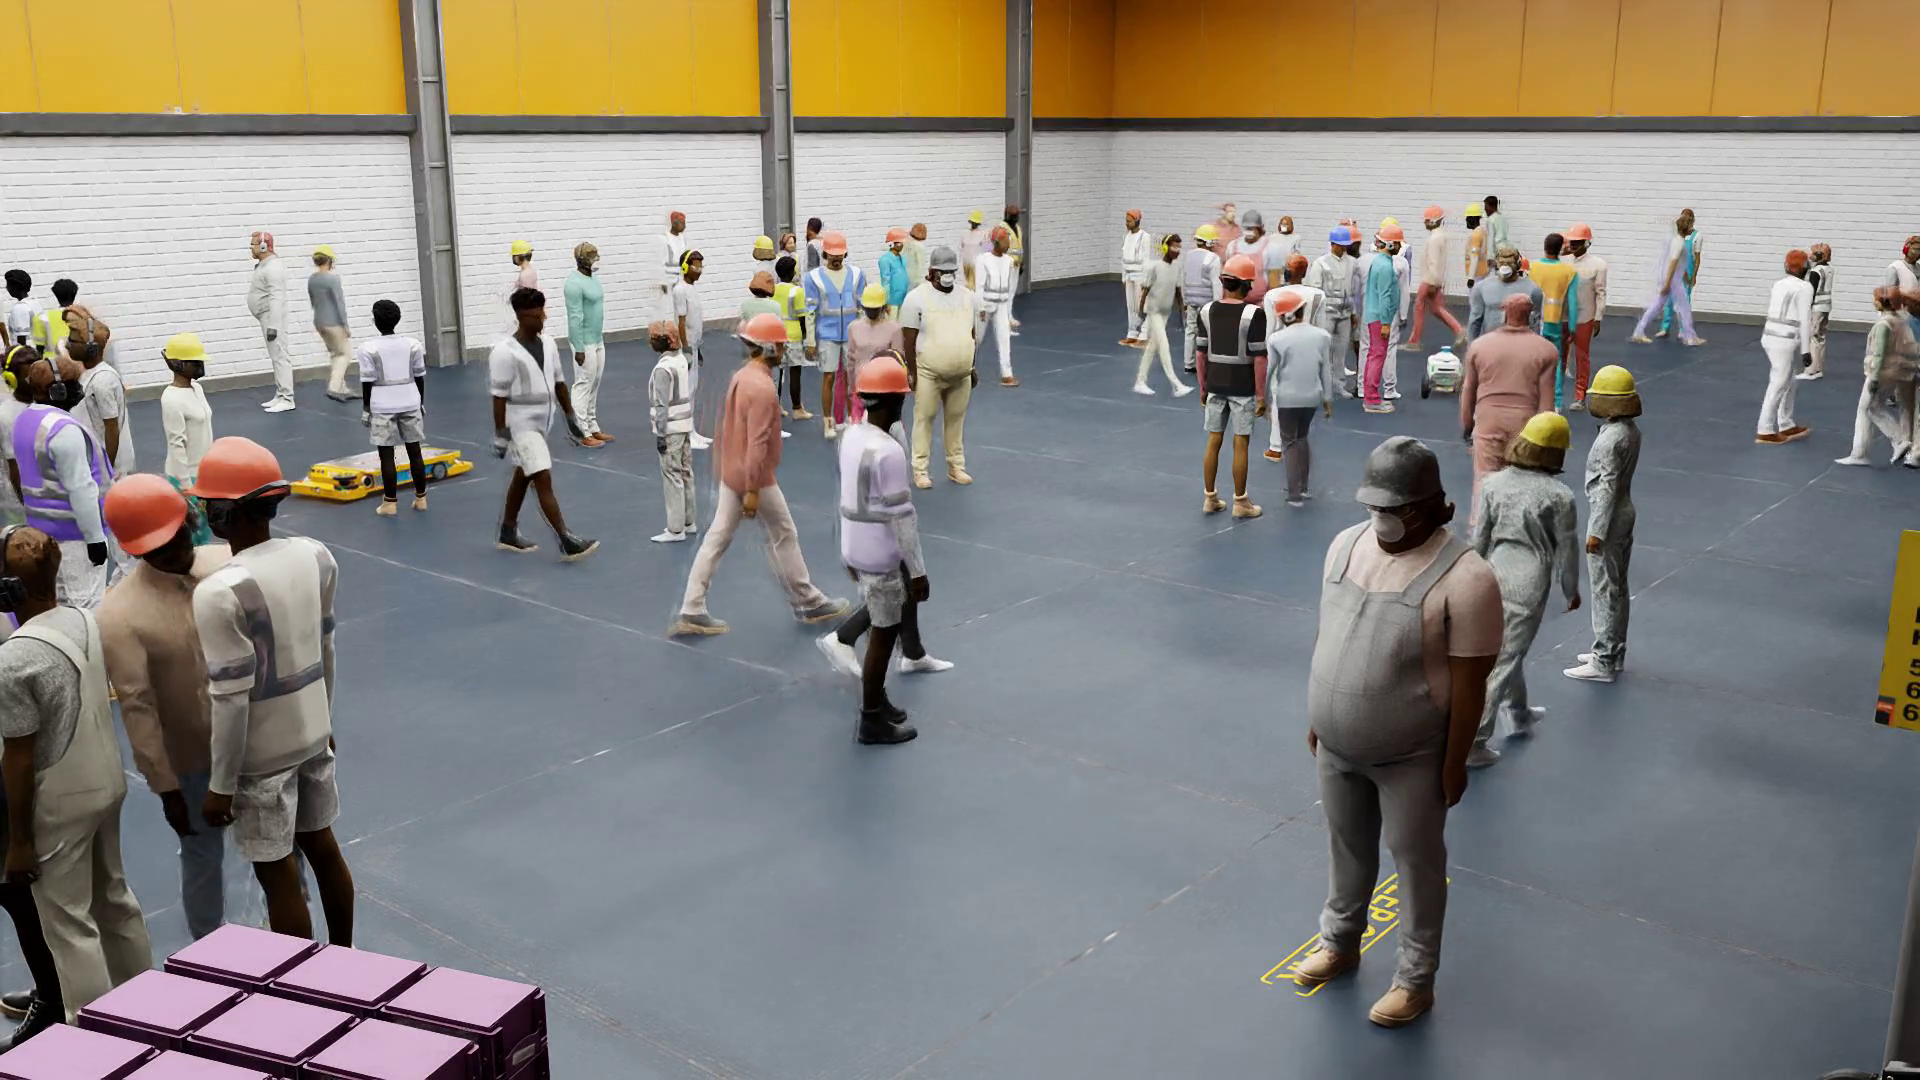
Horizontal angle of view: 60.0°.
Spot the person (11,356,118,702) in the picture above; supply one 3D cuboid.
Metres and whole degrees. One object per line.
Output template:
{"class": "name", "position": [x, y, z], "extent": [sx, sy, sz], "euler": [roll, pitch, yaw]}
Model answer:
{"class": "person", "position": [-4.672, -0.050, 8.780], "extent": [0.621, 1.845, 0.429], "euler": [11, 18, 38]}

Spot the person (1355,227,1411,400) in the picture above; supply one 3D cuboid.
{"class": "person", "position": [4.675, -2.510, 18.478], "extent": [0.638, 1.909, 0.408], "euler": [7, 16, 27]}

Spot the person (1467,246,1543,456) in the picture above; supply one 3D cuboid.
{"class": "person", "position": [4.962, -1.714, 15.228], "extent": [0.638, 1.938, 0.356], "euler": [6, 15, 22]}

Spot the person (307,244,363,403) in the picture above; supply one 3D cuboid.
{"class": "person", "position": [-6.886, -2.367, 18.260], "extent": [0.572, 1.730, 0.482], "euler": [8, 16, 30]}

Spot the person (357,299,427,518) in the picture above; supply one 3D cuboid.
{"class": "person", "position": [-4.411, -1.025, 12.965], "extent": [0.541, 1.696, 0.315], "euler": [-13, 19, -41]}

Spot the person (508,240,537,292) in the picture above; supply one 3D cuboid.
{"class": "person", "position": [-4.831, -2.455, 18.547], "extent": [0.326, 1.765, 0.533], "euler": [-2, 14, -7]}

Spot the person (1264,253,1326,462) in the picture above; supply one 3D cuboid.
{"class": "person", "position": [3.006, -1.641, 15.058], "extent": [0.584, 1.879, 0.347], "euler": [-1, 14, -6]}

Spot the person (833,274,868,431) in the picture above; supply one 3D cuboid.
{"class": "person", "position": [-1.062, -1.891, 16.583], "extent": [0.500, 1.624, 0.312], "euler": [5, 15, 20]}

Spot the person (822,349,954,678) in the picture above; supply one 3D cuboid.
{"class": "person", "position": [-0.381, -0.123, 9.080], "extent": [0.671, 1.842, 0.545], "euler": [-2, 14, -9]}

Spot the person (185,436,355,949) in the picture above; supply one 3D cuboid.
{"class": "person", "position": [-2.283, 0.669, 5.493], "extent": [0.378, 2.045, 0.605], "euler": [3, 14, 13]}

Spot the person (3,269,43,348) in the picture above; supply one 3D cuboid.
{"class": "person", "position": [-8.790, -1.715, 15.751], "extent": [0.319, 1.687, 0.539], "euler": [-3, 14, -12]}

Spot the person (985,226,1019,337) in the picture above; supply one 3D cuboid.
{"class": "person", "position": [0.476, -3.662, 23.703], "extent": [0.824, 1.601, 0.541], "euler": [-7, 16, -26]}

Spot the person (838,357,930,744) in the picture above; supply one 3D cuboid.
{"class": "person", "position": [-0.345, 0.071, 8.137], "extent": [0.456, 1.922, 0.606], "euler": [-6, 15, -22]}

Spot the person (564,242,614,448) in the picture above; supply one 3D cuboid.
{"class": "person", "position": [-3.526, -1.848, 15.767], "extent": [0.354, 1.937, 0.635], "euler": [2, 14, 7]}

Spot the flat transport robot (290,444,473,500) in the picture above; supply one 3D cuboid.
{"class": "flat transport robot", "position": [-4.903, -0.598, 14.153], "extent": [0.652, 0.197, 1.431], "euler": [7, 16, 27]}

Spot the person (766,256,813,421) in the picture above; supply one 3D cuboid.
{"class": "person", "position": [-1.782, -2.078, 17.173], "extent": [0.531, 1.698, 0.320], "euler": [9, 16, 31]}

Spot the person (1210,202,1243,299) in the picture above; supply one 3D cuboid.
{"class": "person", "position": [3.913, -4.040, 24.606], "extent": [0.663, 1.895, 0.513], "euler": [-7, 15, -25]}

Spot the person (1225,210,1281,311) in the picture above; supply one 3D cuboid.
{"class": "person", "position": [3.413, -2.912, 19.808], "extent": [0.700, 2.000, 0.675], "euler": [8, 16, 29]}

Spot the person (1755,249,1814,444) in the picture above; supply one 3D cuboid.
{"class": "person", "position": [7.977, -1.848, 15.964], "extent": [0.591, 1.848, 0.655], "euler": [0, 14, 2]}

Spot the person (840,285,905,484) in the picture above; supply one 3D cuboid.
{"class": "person", "position": [-0.723, -1.282, 13.966], "extent": [0.544, 1.705, 0.912], "euler": [3, 14, 13]}

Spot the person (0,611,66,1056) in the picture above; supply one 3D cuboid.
{"class": "person", "position": [-3.112, 0.734, 5.392], "extent": [0.363, 1.963, 0.612], "euler": [-4, 15, -15]}

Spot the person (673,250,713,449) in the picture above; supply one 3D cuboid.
{"class": "person", "position": [-2.538, -1.800, 15.728], "extent": [0.327, 1.865, 0.519], "euler": [0, 14, 2]}

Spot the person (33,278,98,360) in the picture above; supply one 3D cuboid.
{"class": "person", "position": [-7.966, -1.498, 14.909], "extent": [0.552, 1.660, 0.521], "euler": [-5, 15, -19]}

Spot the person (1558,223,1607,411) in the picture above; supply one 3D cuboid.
{"class": "person", "position": [6.566, -2.385, 17.799], "extent": [0.390, 1.992, 0.624], "euler": [-14, 19, -43]}

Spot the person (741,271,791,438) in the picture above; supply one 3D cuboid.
{"class": "person", "position": [-1.901, -1.798, 16.185], "extent": [0.497, 1.633, 0.287], "euler": [8, 16, 30]}

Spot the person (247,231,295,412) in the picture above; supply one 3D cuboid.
{"class": "person", "position": [-7.355, -2.323, 17.726], "extent": [0.406, 1.911, 0.637], "euler": [-6, 15, -24]}

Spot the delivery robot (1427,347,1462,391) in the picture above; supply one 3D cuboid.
{"class": "delivery robot", "position": [5.456, -1.934, 18.724], "extent": [0.477, 0.478, 0.707], "euler": [3, 14, 12]}

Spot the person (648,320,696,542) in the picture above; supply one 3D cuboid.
{"class": "person", "position": [-2.112, -0.795, 12.188], "extent": [0.311, 1.632, 0.515], "euler": [2, 14, 8]}

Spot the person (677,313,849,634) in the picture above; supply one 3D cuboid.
{"class": "person", "position": [-1.241, -0.390, 9.963], "extent": [1.087, 1.928, 0.623], "euler": [-7, 16, -26]}

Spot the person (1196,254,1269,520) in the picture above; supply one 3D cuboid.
{"class": "person", "position": [2.116, -1.178, 12.876], "extent": [0.609, 2.043, 0.376], "euler": [11, 18, 38]}

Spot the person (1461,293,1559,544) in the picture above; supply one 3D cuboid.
{"class": "person", "position": [3.872, -0.814, 11.806], "extent": [0.652, 1.862, 1.000], "euler": [7, 15, 25]}

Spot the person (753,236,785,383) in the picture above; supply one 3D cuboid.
{"class": "person", "position": [-2.273, -2.687, 19.512], "extent": [0.301, 1.745, 0.483], "euler": [7, 16, 27]}

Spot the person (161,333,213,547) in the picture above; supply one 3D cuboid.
{"class": "person", "position": [-4.793, -0.421, 10.436], "extent": [0.337, 1.757, 0.518], "euler": [-2, 14, -7]}

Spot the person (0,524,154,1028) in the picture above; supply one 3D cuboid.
{"class": "person", "position": [-2.800, 0.847, 5.216], "extent": [0.341, 1.838, 0.501], "euler": [0, 14, 1]}
